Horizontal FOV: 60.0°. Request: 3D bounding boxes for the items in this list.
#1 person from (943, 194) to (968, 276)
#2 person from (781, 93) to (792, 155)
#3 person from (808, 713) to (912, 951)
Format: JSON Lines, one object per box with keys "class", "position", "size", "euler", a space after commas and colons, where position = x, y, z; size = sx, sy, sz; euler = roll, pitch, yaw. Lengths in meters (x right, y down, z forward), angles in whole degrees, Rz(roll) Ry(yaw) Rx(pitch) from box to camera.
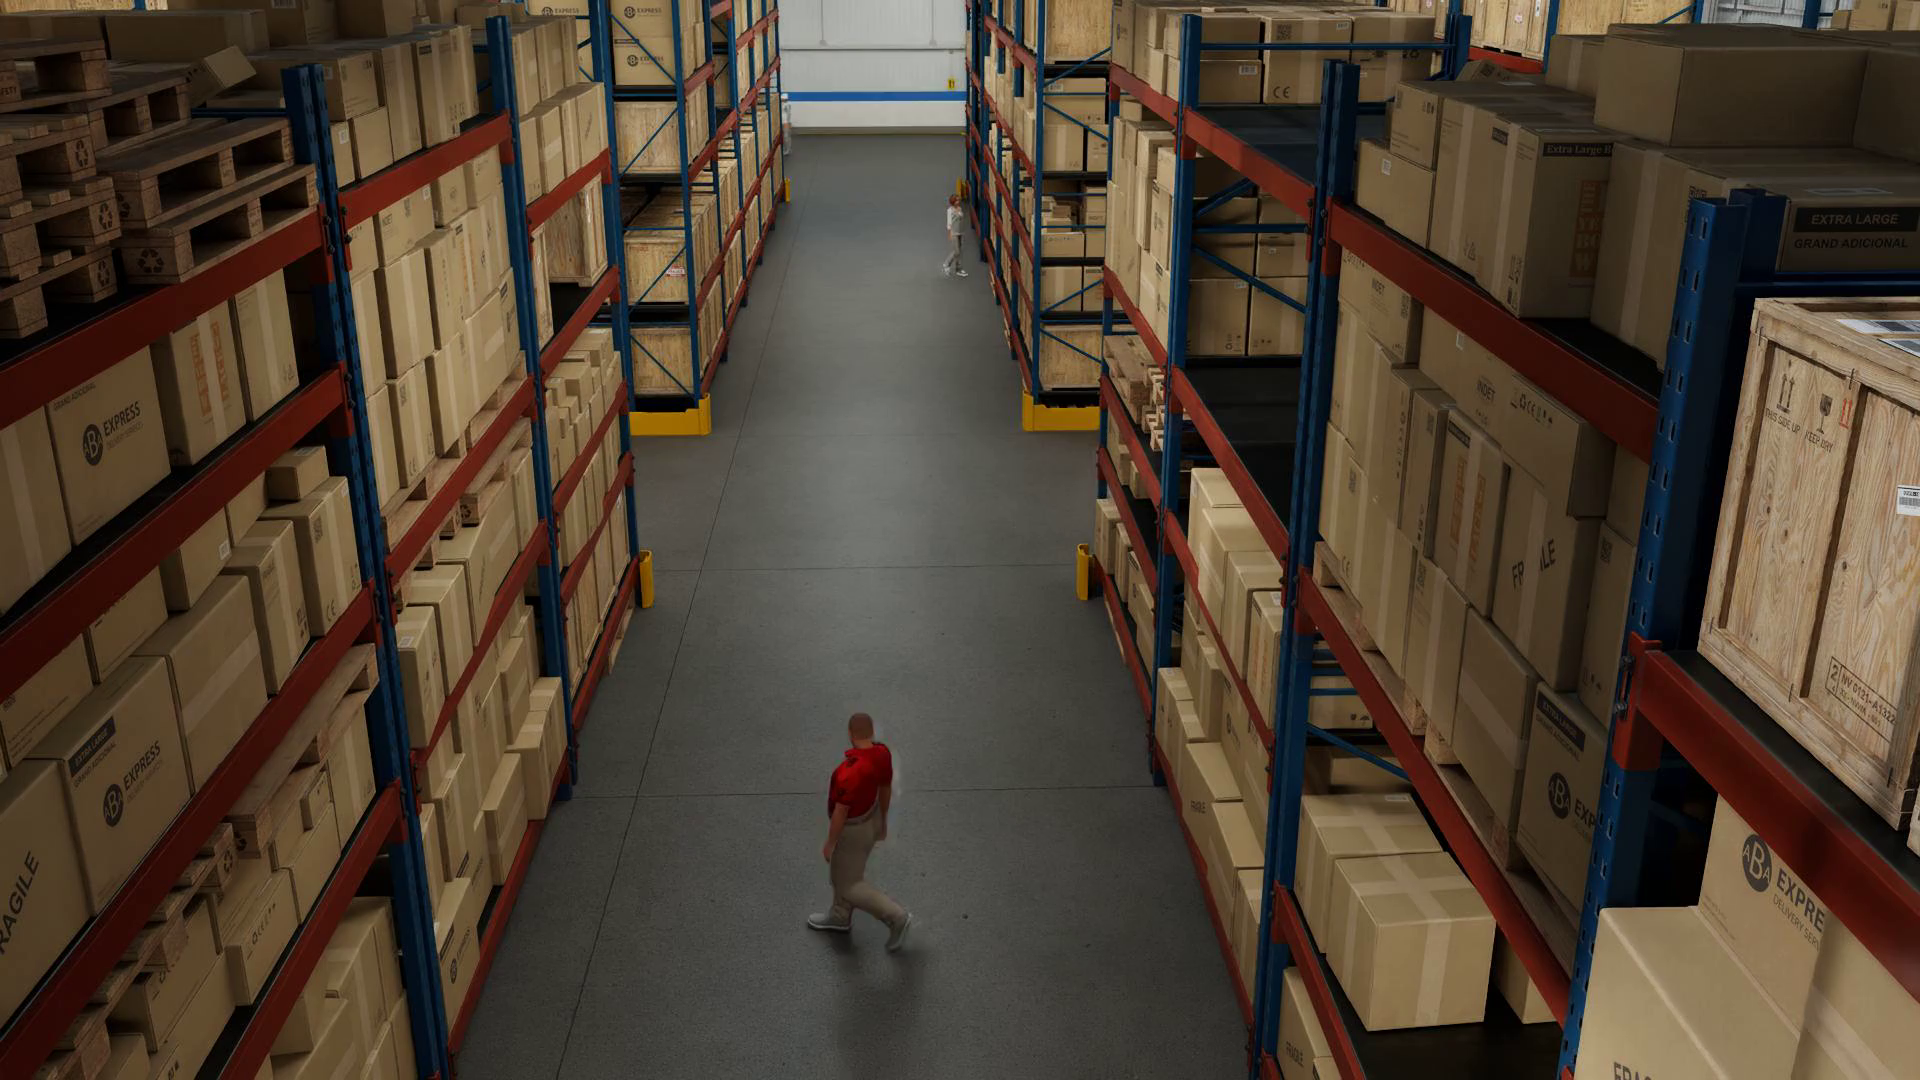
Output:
{"class": "person", "position": [-0.061, -6.022, 32.844], "size": [0.520, 1.594, 0.421], "euler": [14, 25, 33]}
{"class": "person", "position": [-5.295, -12.518, 49.990], "size": [0.391, 1.778, 0.616], "euler": [-15, 25, -34]}
{"class": "person", "position": [-0.698, 1.967, 11.287], "size": [0.838, 1.713, 0.551], "euler": [7, 22, 19]}
